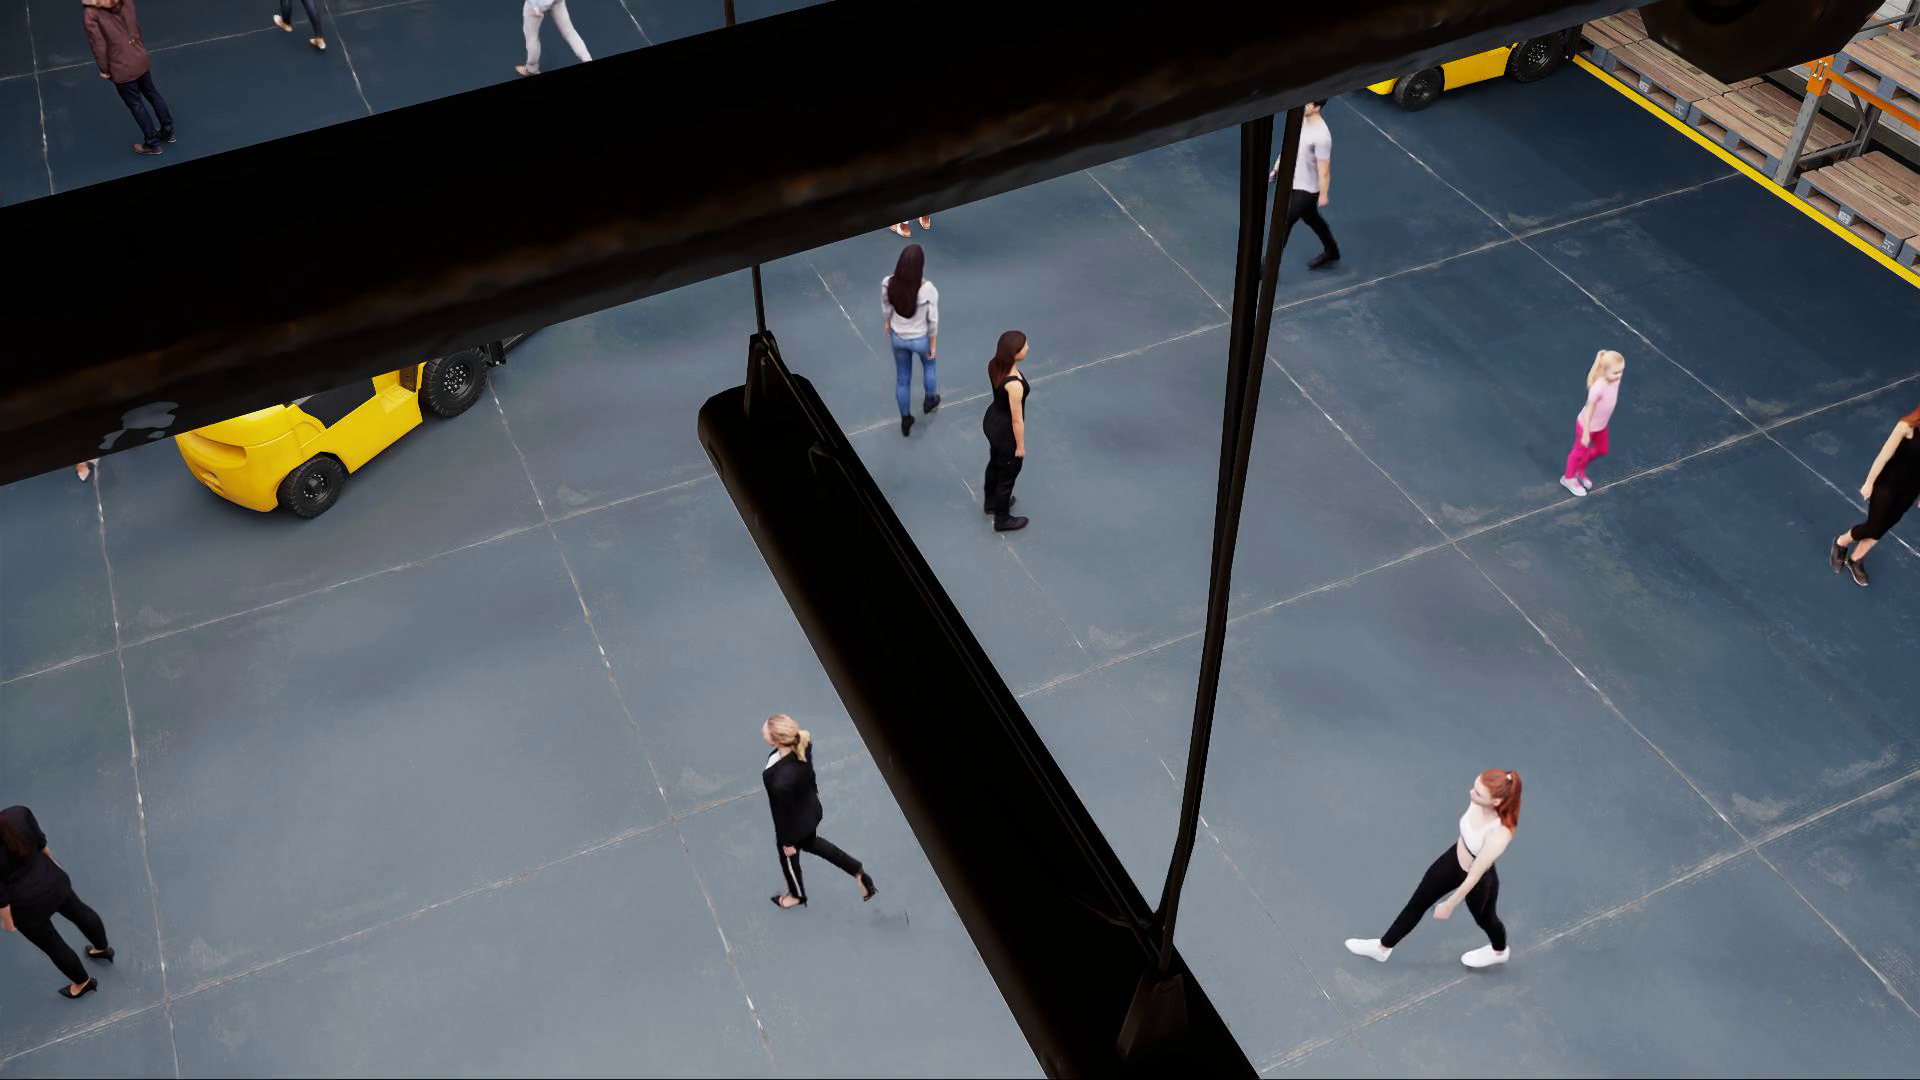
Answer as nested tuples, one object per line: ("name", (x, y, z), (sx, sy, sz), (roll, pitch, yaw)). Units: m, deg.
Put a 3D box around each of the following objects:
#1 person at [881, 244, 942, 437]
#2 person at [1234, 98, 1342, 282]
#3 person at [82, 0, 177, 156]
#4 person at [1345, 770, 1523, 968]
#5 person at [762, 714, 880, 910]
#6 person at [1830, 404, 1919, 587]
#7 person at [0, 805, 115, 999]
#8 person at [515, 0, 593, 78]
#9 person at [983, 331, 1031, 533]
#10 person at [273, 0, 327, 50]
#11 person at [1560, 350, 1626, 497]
("person", (-0.389, -1.466, 12.575), (0.818, 1.615, 0.887), (8, 44, 8))
("person", (3.000, -2.996, 14.033), (0.977, 1.820, 1.257), (-6, 44, -6))
("person", (-7.827, -4.512, 15.607), (0.917, 1.845, 0.861), (15, 46, 15))
("person", (2.860, 1.849, 9.041), (0.986, 1.691, 1.193), (-1, 44, -1))
("person", (-0.824, 1.590, 9.313), (0.987, 1.691, 0.959), (10, 44, 10))
("person", (6.414, -0.441, 11.427), (0.671, 1.716, 0.722), (-3, 44, -3))
("person", (-5.007, 1.912, 8.997), (0.749, 1.660, 0.666), (8, 44, 8))
("person", (-4.021, -5.335, 16.467), (1.302, 1.851, 1.099), (22, 48, 22))
("person", (0.319, -0.777, 11.801), (0.645, 1.687, 0.489), (-14, 45, -14))
("person", (-6.863, -5.890, 17.123), (1.126, 1.749, 0.891), (32, 52, 29))
("person", (4.611, -0.897, 12.230), (0.553, 1.269, 0.565), (-28, 50, -26))
